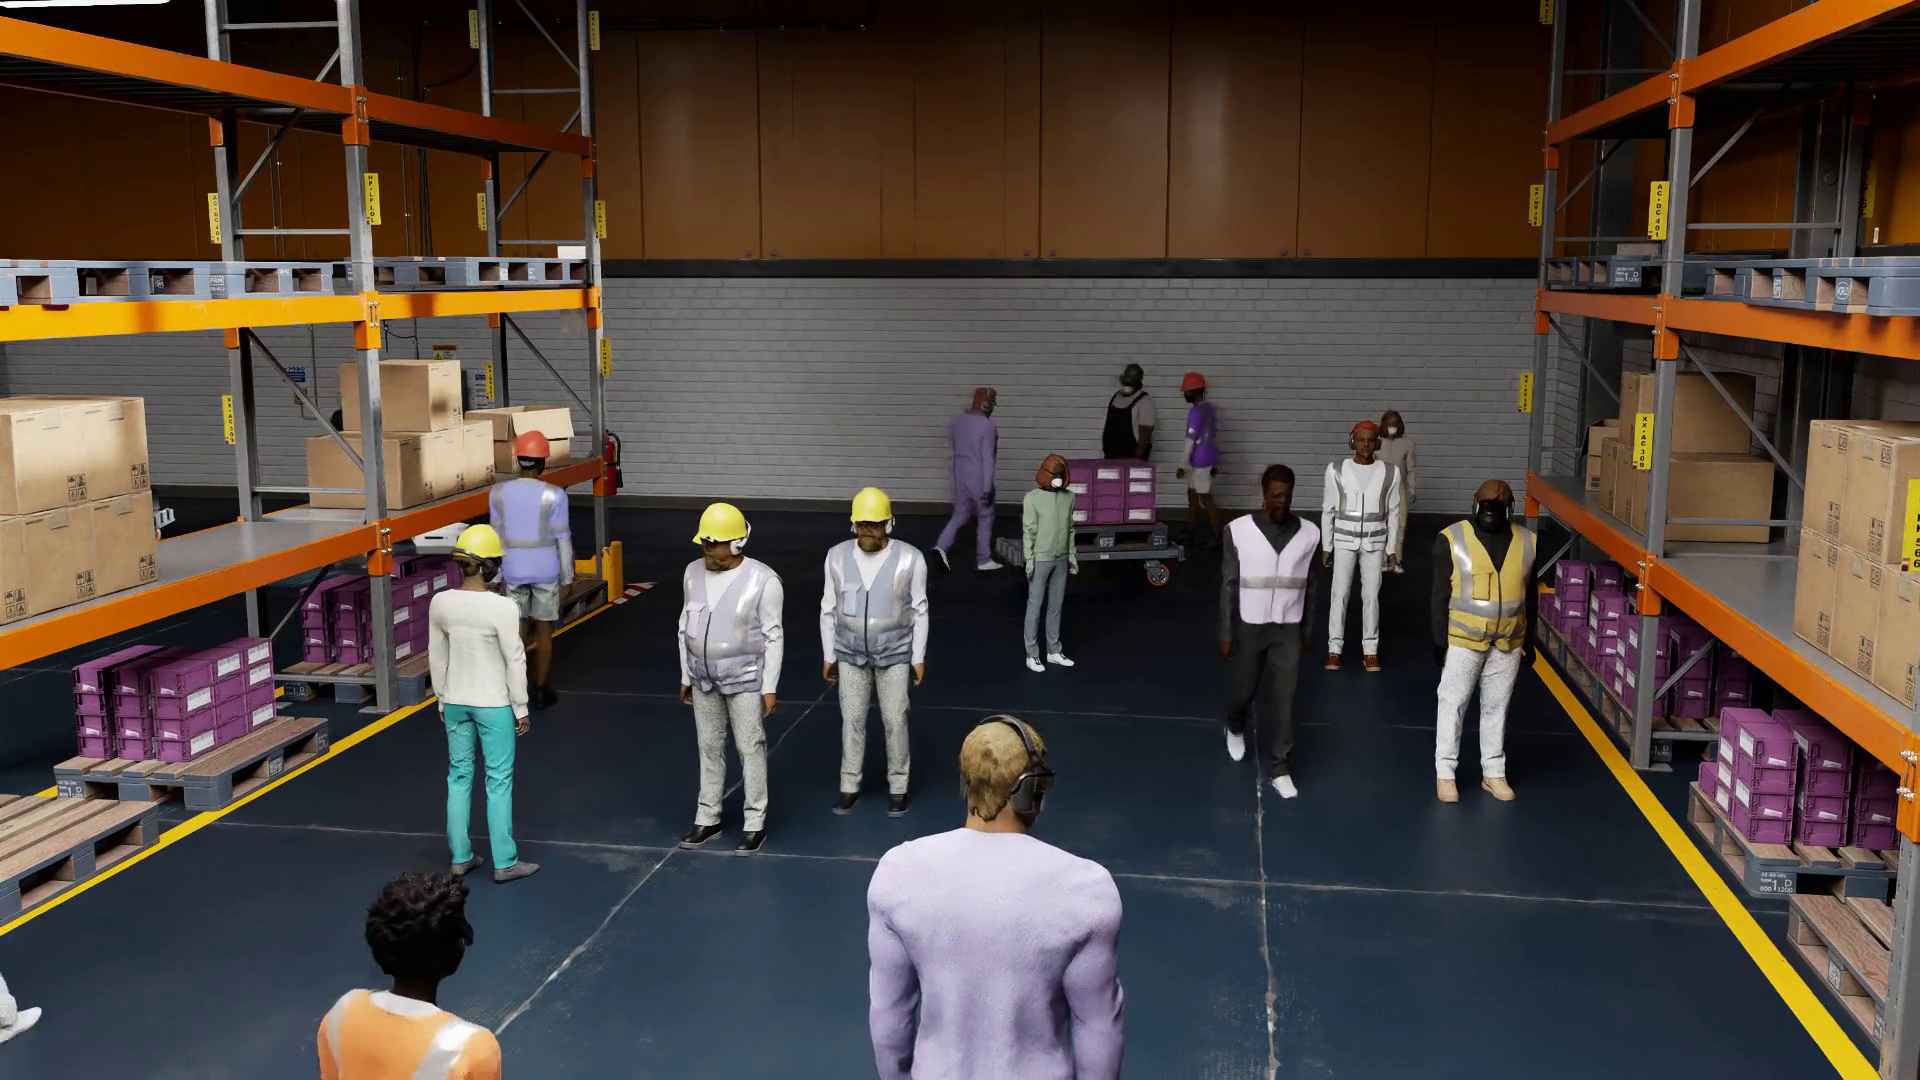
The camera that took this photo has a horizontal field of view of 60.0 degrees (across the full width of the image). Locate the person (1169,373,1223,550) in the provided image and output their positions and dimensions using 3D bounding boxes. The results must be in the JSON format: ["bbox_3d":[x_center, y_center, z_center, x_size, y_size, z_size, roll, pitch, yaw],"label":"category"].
[{"bbox_3d":[2.558,-0.835,17.879,0.705,1.902,0.552,4,10,22],"label":"person"}]

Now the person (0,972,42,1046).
[{"bbox_3d":[-3.837,1.221,6.089,0.528,1.596,0.865,2,9,9],"label":"person"}]

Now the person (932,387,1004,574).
[{"bbox_3d":[0.079,-0.577,16.403,0.832,1.864,0.657,-8,12,-39],"label":"person"}]

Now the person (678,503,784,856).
[{"bbox_3d":[-1.196,0.710,8.535,0.587,1.825,0.404,4,10,23],"label":"person"}]

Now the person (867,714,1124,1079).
[{"bbox_3d":[0.086,1.381,4.062,0.628,1.934,0.375,3,10,17],"label":"person"}]

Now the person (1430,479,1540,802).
[{"bbox_3d":[2.962,0.566,9.387,0.623,1.840,0.430,-1,9,-3],"label":"person"}]

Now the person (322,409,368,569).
[{"bbox_3d":[-6.058,-0.660,16.630,0.783,1.944,0.410,1,9,7],"label":"person"}]

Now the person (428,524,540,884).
[{"bbox_3d":[-2.336,0.801,8.162,0.533,1.765,0.326,3,10,20],"label":"person"}]

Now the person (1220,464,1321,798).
[{"bbox_3d":[1.790,0.482,9.719,0.598,1.894,0.838,-1,9,-5],"label":"person"}]

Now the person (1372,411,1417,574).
[{"bbox_3d":[4.242,-0.463,16.388,0.533,1.612,0.584,1,9,7],"label":"person"}]

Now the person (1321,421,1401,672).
[{"bbox_3d":[2.988,0.049,12.434,0.574,1.884,0.356,1,9,8],"label":"person"}]

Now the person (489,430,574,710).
[{"bbox_3d":[-2.897,0.214,11.296,0.562,1.918,0.427,1,9,5],"label":"person"}]

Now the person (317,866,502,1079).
[{"bbox_3d":[-1.267,1.567,3.711,0.535,1.669,0.749,6,11,35],"label":"person"}]

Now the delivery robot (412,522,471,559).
[{"bbox_3d":[-5.094,-0.019,16.637,0.707,0.478,0.477,0,10,-2],"label":"delivery robot"}]

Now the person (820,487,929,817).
[{"bbox_3d":[-0.476,0.614,9.108,0.599,1.827,0.404,2,9,9],"label":"person"}]

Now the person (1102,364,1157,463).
[{"bbox_3d":[1.824,-1.008,18.467,0.535,2.000,0.788,-7,11,-36],"label":"person"}]

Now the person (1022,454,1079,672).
[{"bbox_3d":[0.681,0.163,12.495,0.499,1.633,0.279,-7,12,-37],"label":"person"}]
